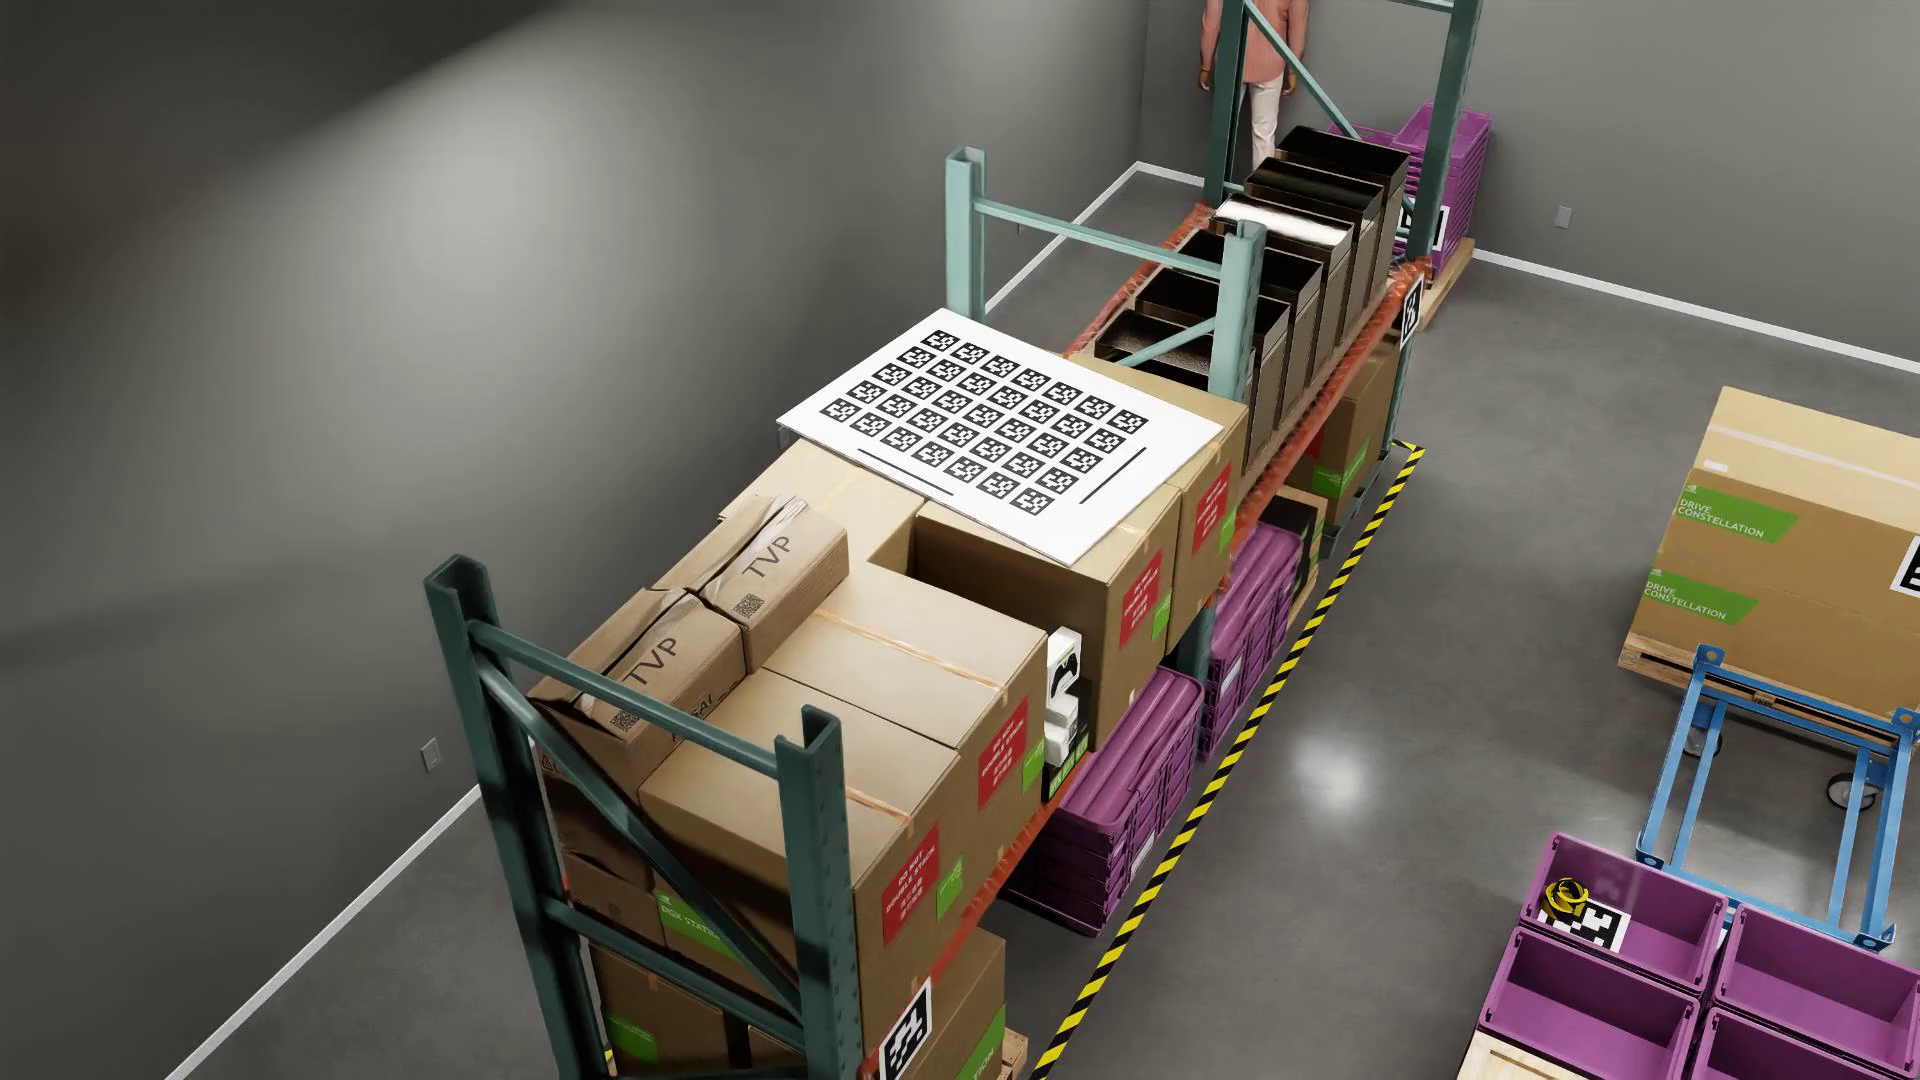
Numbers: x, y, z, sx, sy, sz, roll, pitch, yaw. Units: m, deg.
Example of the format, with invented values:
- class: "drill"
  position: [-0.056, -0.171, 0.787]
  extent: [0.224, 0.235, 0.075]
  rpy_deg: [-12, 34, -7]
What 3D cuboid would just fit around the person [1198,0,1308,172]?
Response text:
- class: "person"
  position: [1.731, -2.847, 9.946]
  extent: [0.614, 1.993, 0.395]
  rpy_deg: [5, 40, 6]
